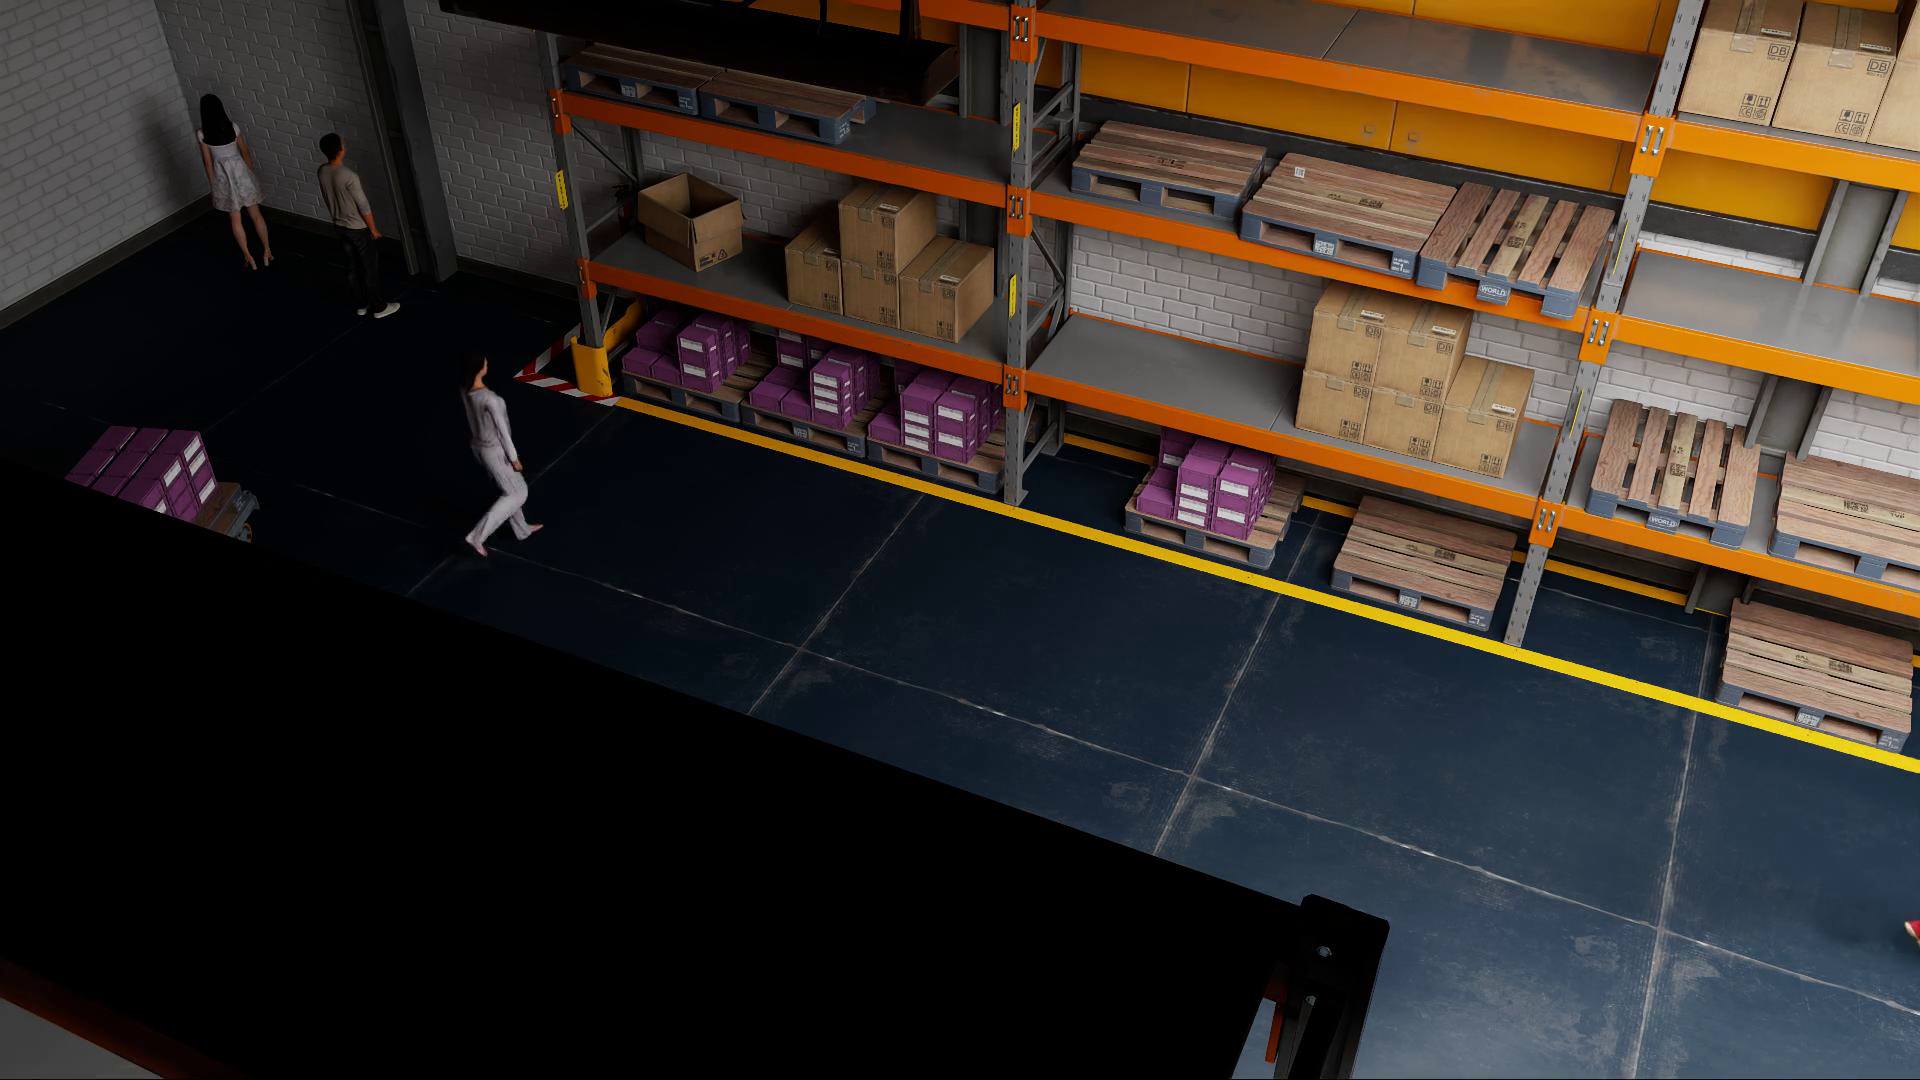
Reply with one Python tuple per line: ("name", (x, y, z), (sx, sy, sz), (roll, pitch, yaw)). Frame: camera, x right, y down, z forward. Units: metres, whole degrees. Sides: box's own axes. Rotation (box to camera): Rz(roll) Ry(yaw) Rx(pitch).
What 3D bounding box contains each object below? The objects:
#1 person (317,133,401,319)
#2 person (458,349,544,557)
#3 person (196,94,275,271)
("person", (-5.586, -2.880, 15.279), (0.467, 1.812, 0.696), (16, 41, 19))
("person", (-3.550, -0.622, 12.495), (0.929, 1.758, 0.853), (31, 48, 33))
("person", (-6.999, -3.448, 16.021), (0.773, 1.774, 0.811), (-20, 43, -24))
